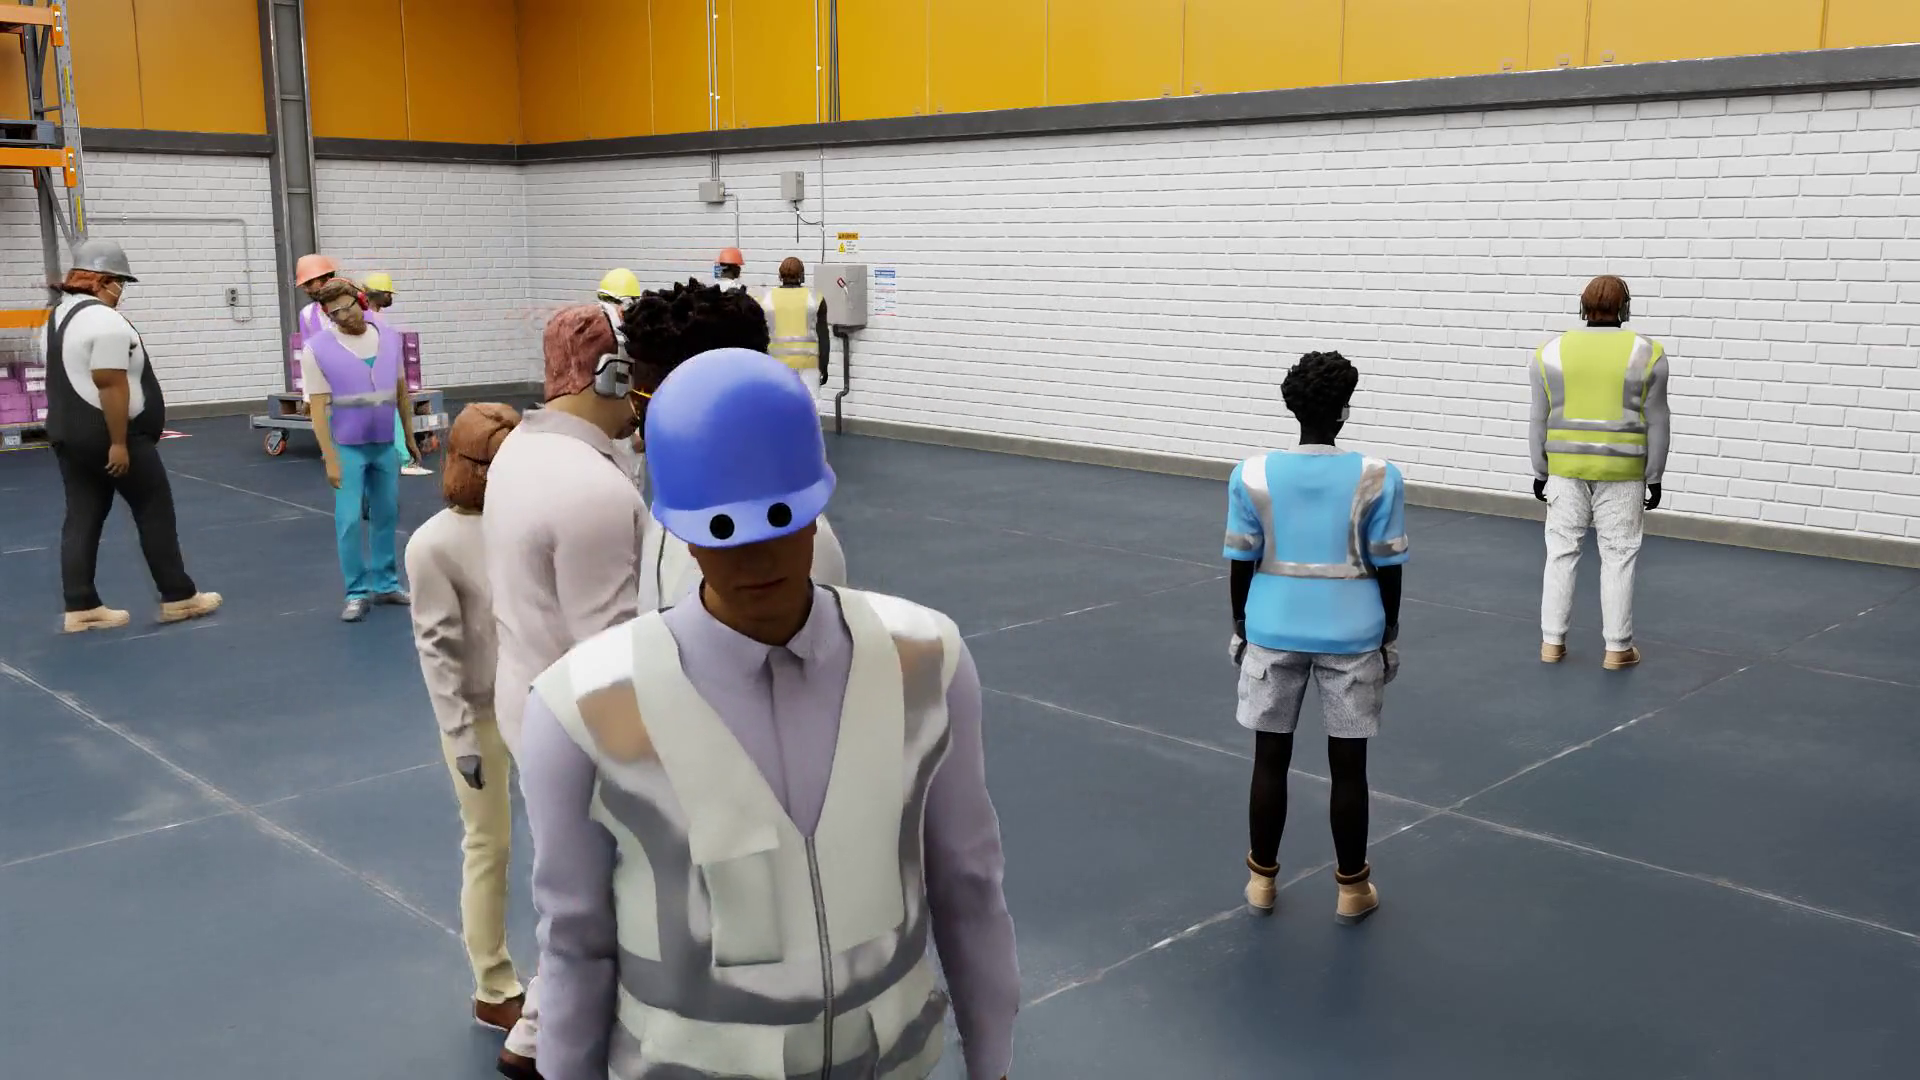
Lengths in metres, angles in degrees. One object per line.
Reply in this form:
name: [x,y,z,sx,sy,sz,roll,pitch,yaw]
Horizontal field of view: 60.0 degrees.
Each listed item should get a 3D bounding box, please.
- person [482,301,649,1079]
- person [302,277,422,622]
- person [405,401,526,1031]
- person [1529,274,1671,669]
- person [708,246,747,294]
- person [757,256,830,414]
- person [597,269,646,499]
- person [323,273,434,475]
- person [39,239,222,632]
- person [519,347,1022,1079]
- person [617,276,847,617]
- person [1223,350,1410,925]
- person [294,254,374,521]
person: [-0.798,0.424,3.669,0.418,1.886,0.711,-5,11,-24]
person: [-3.175,-0.484,8.823,0.404,1.812,0.634,7,13,34]
person: [-1.126,0.454,4.211,0.355,1.619,0.510,8,13,38]
person: [2.985,-0.314,7.799,0.627,1.845,0.429,6,12,30]
person: [-2.358,-2.006,16.835,0.560,1.915,0.809,9,14,42]
person: [-1.407,-1.469,14.101,0.622,1.844,0.429,0,10,0]
person: [-2.063,-0.729,10.133,0.403,1.823,0.594,-8,13,-38]
person: [-4.966,-1.386,13.990,0.887,1.715,0.533,-2,11,-13]
person: [-4.345,-0.569,8.645,0.697,2.000,0.881,7,13,35]
person: [-0.261,0.682,2.215,0.620,1.906,0.954,-5,12,-27]
person: [-0.465,0.516,2.973,0.638,1.943,0.632,-7,13,-34]
person: [1.038,0.294,4.893,0.531,1.692,0.320,3,11,18]
person: [-4.351,-1.061,11.742,0.590,1.886,0.553,3,11,14]
